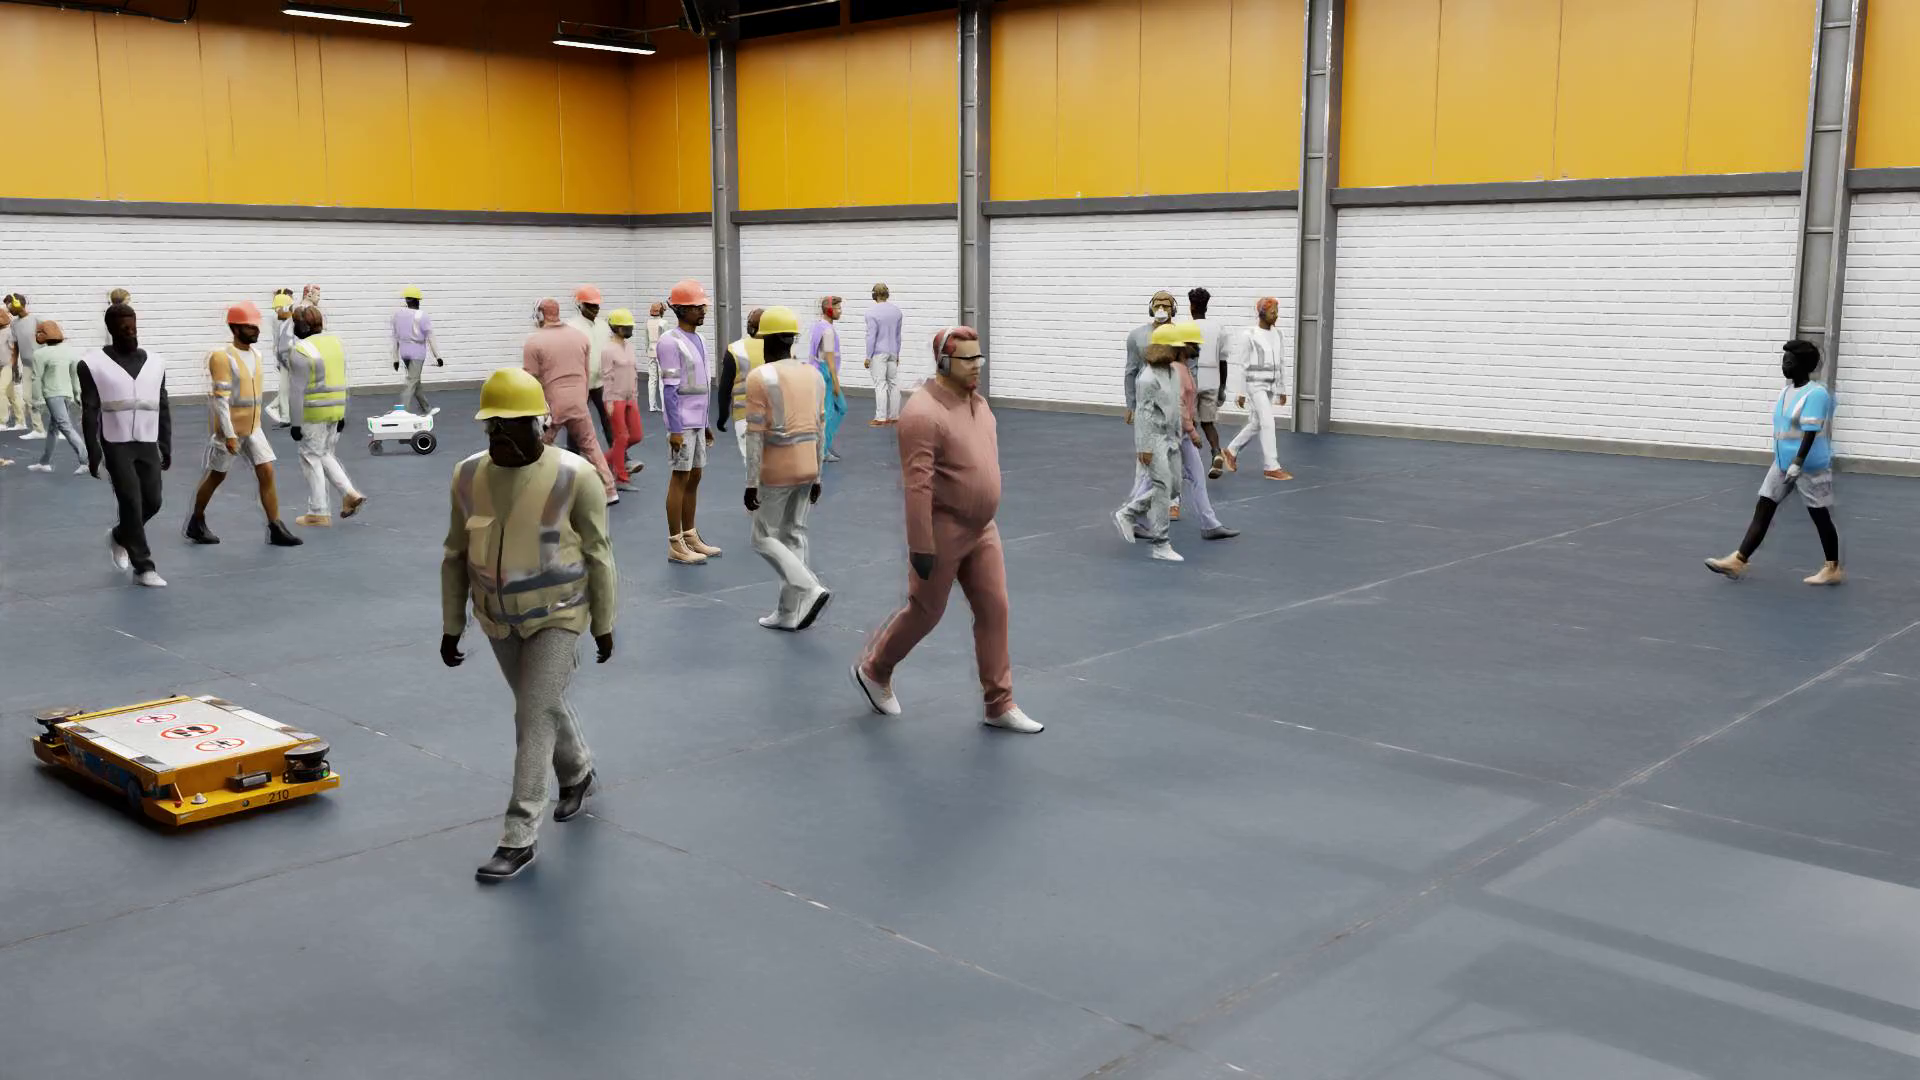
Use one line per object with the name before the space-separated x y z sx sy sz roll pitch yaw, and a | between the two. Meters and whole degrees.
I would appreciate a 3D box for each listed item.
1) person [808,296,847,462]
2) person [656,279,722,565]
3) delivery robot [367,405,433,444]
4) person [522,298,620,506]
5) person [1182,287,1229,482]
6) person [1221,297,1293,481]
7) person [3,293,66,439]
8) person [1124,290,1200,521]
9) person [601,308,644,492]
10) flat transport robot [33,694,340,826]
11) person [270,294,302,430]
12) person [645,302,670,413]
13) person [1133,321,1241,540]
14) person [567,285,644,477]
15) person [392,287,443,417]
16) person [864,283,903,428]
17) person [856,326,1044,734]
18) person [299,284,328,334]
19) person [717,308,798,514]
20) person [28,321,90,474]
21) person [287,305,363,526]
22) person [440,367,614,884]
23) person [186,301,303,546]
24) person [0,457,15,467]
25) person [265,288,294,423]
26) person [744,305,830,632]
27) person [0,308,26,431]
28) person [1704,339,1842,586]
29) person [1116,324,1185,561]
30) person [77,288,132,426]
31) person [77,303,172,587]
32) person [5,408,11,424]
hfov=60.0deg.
person | -1.428 -1.762 18.261 0.494 1.825 0.607 -2 9 -12
person | -1.945 -0.853 12.034 0.377 2.045 0.605 2 10 14
delivery robot | -6.420 -1.306 19.075 0.707 0.478 0.477 -4 10 -21
person | -3.497 -1.176 14.617 0.818 1.861 0.541 -8 12 -40
person | 2.368 -1.512 16.380 0.604 1.950 0.552 -2 9 -12
person | 3.028 -1.550 16.944 0.581 1.850 0.934 -8 12 -39
person | -11.411 -2.129 20.597 0.674 1.824 0.331 2 9 10
person | 1.694 -1.129 14.048 0.630 1.940 0.372 2 10 14
person | -3.278 -1.334 15.888 0.490 1.757 0.535 4 10 25
flat transport robot | -3.228 0.871 6.886 1.431 0.197 0.652 8 12 41
person | -8.792 -2.372 22.119 0.593 1.798 0.825 7 12 37
person | -4.435 -2.691 24.532 0.510 1.635 0.308 6 11 34
person | 1.702 -0.838 12.940 0.894 1.714 0.514 4 10 25
person | -3.655 -1.568 16.702 0.990 1.944 0.660 7 12 36
person | -7.508 -2.549 22.969 0.608 1.871 1.005 4 10 25
person | -1.036 -2.471 22.286 0.374 1.936 0.628 9 13 43
person | -0.077 -0.055 7.684 0.930 1.871 0.653 7 11 35
person | -9.063 -2.622 23.323 0.407 1.902 0.639 -5 11 -30
person | -1.668 -1.032 13.907 0.635 1.805 0.960 -4 10 -25
person | -9.340 -1.470 17.202 0.872 1.591 0.510 2 10 13
person | -5.285 -1.016 13.694 0.456 1.823 0.645 2 10 14
person | -1.551 0.253 6.073 0.585 1.789 0.938 3 10 17
person | -5.569 -0.880 12.700 0.967 1.895 0.552 3 10 19
person | -10.577 -1.628 17.511 0.869 1.817 0.523 -4 10 -24
person | -9.124 -2.466 22.489 0.438 1.856 0.550 -2 10 -14
person | -0.973 -0.391 9.593 0.562 1.909 0.614 7 12 38
person | -12.514 -2.201 21.636 0.514 1.609 0.704 6 11 31
person | 5.519 -0.504 11.083 0.877 1.646 0.541 -1 9 -5
person | 1.418 -0.725 12.196 0.573 1.726 0.495 7 12 36
person | -11.010 -2.340 21.660 1.036 1.892 0.624 -6 11 -31
person | -5.626 -0.643 11.214 0.753 1.896 0.595 7 11 35
person | -12.989 -2.298 22.168 0.513 1.626 0.380 1 9 4
